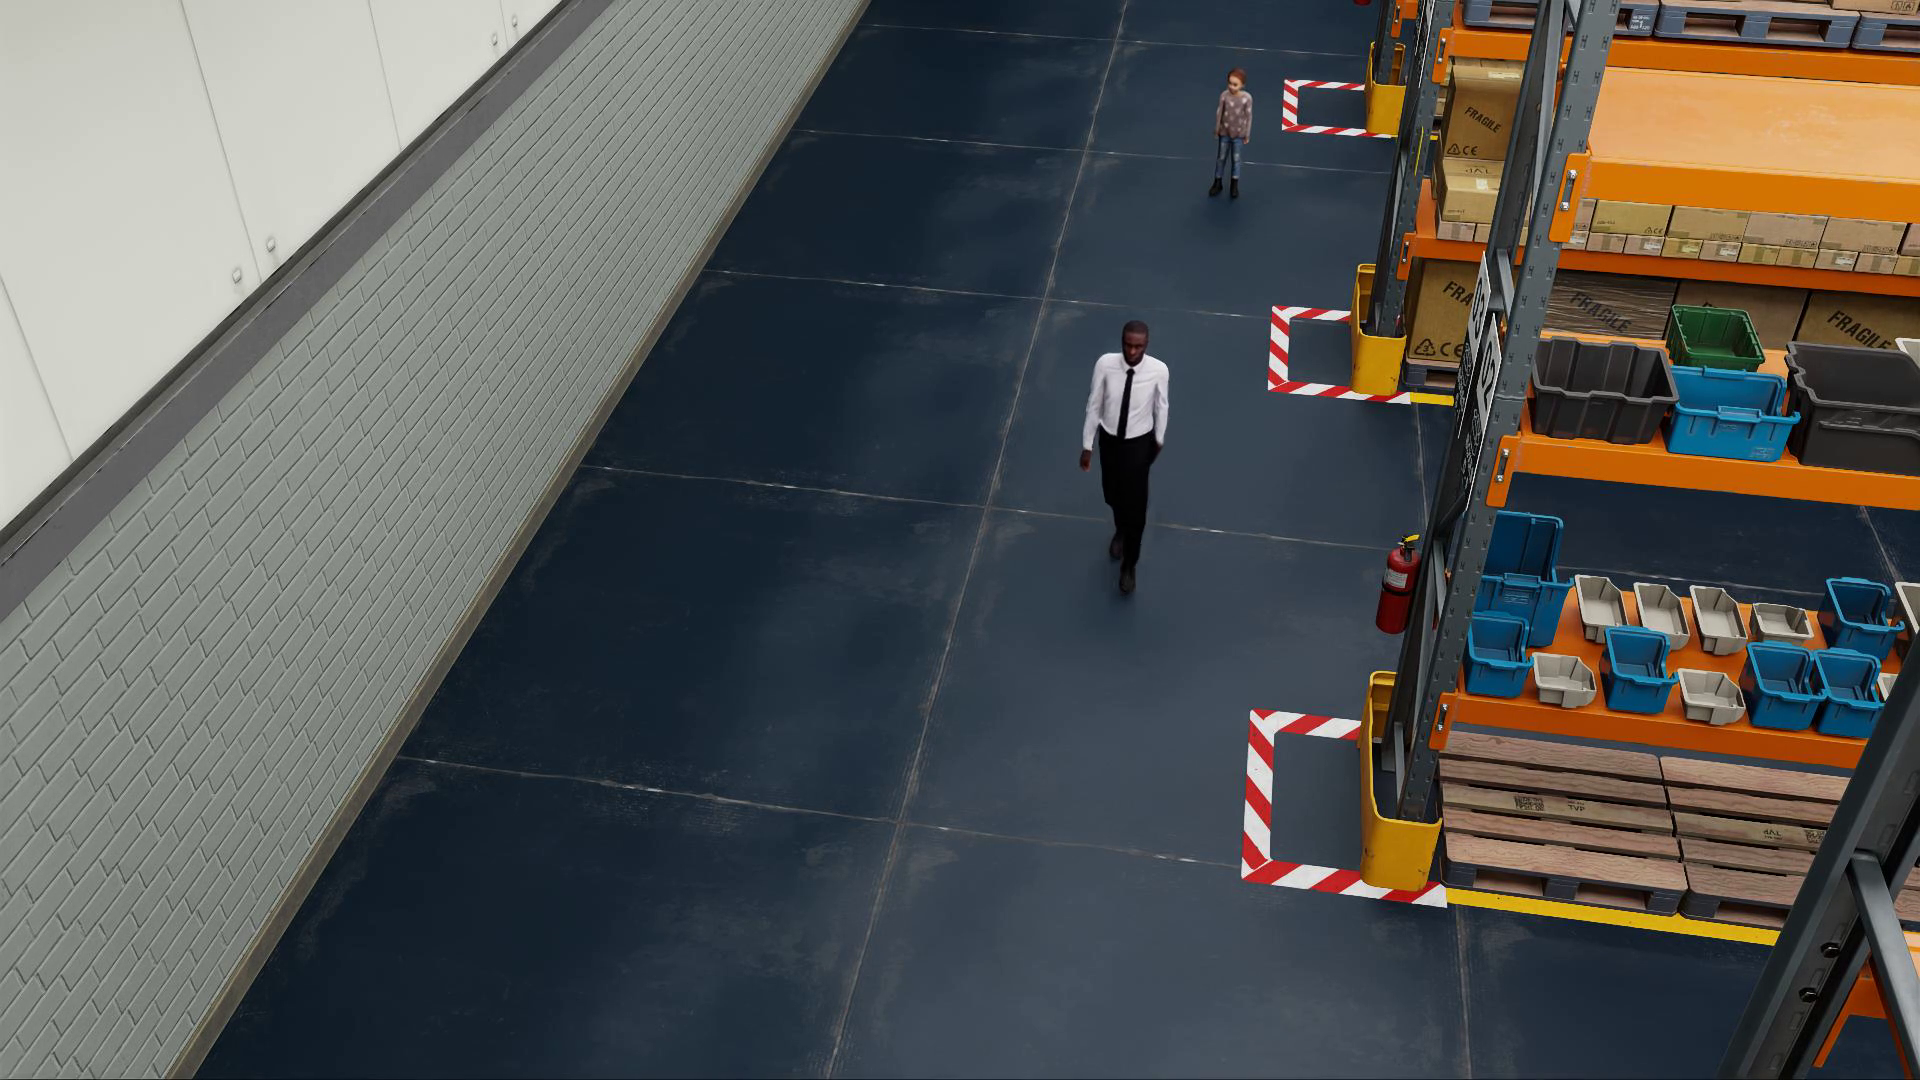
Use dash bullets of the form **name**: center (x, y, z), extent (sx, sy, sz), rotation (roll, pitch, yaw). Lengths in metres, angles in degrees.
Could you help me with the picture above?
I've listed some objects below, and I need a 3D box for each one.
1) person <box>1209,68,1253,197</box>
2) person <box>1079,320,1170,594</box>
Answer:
- **person**: center (2.486, -3.731, 15.160), extent (0.433, 1.194, 0.558), rotation (11, 39, 14)
- **person**: center (1.070, -0.653, 10.603), extent (0.895, 1.809, 0.781), rotation (11, 39, 14)
